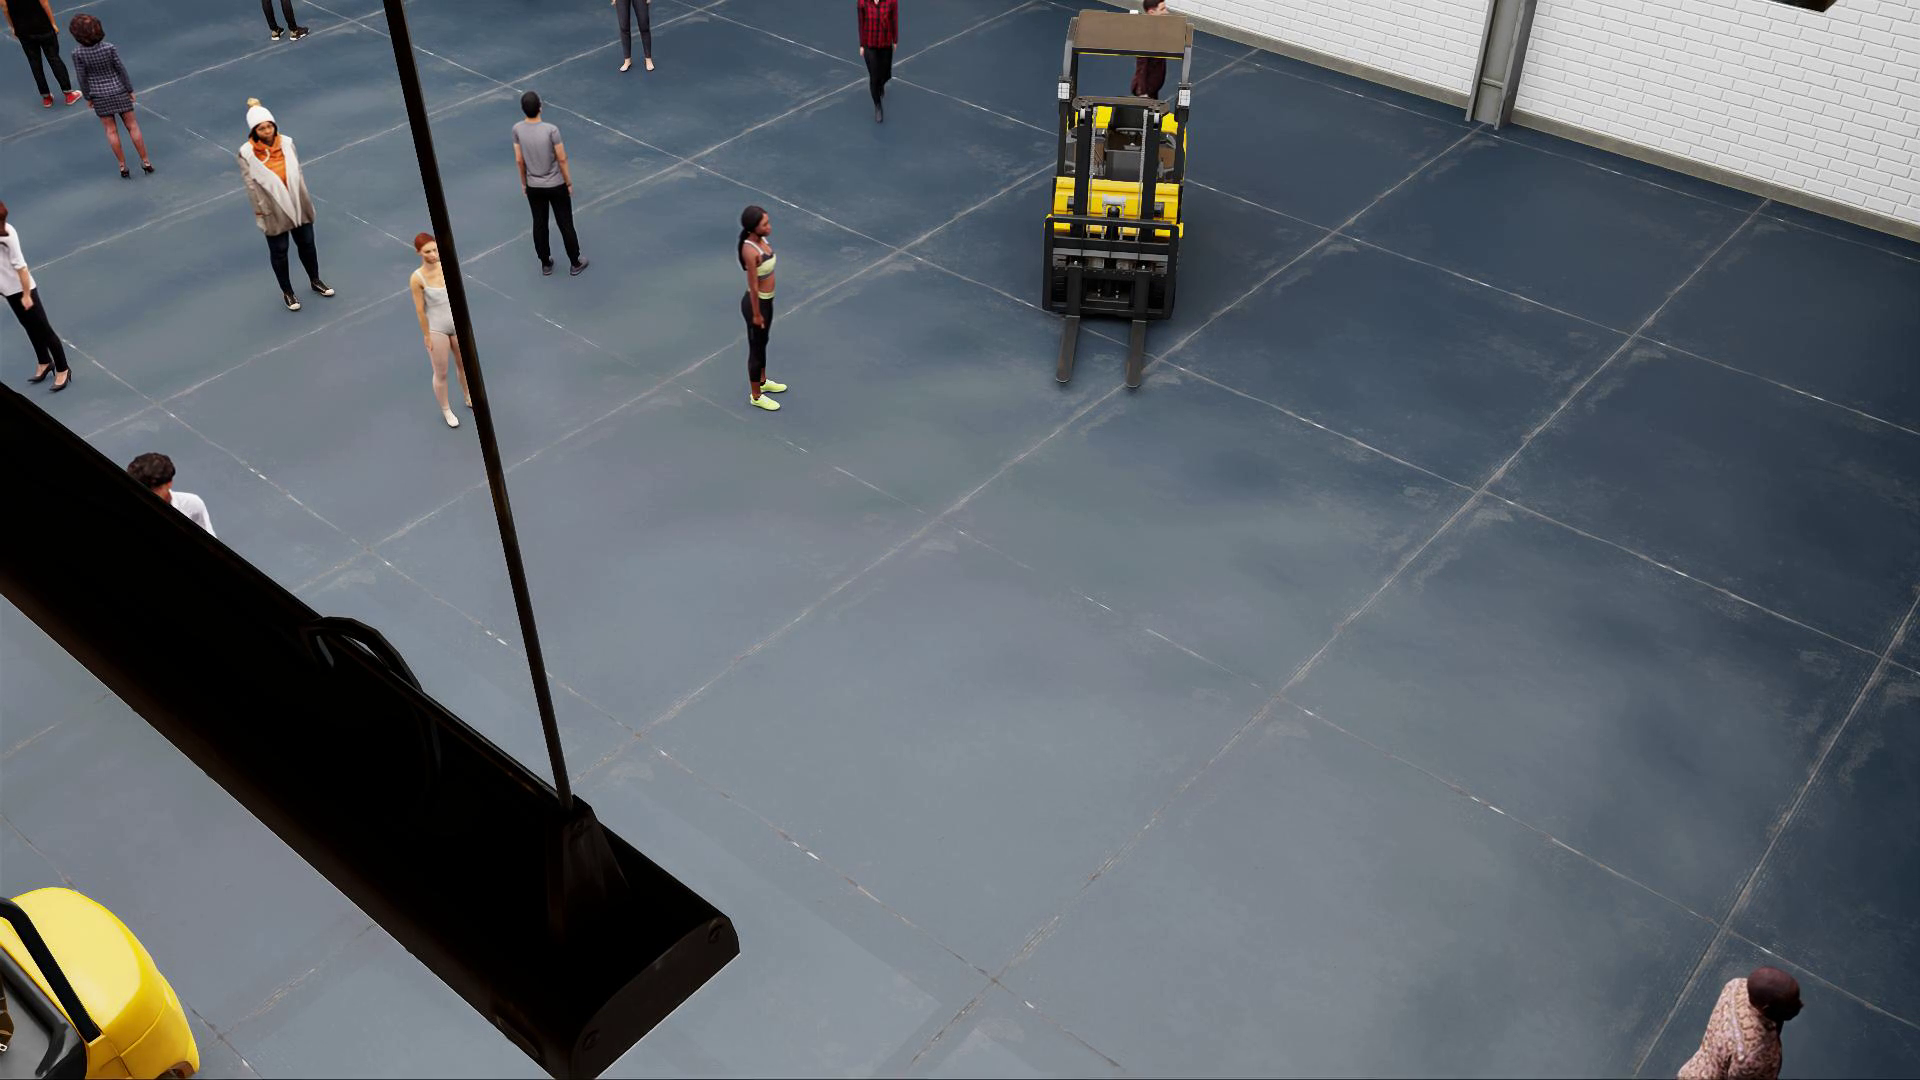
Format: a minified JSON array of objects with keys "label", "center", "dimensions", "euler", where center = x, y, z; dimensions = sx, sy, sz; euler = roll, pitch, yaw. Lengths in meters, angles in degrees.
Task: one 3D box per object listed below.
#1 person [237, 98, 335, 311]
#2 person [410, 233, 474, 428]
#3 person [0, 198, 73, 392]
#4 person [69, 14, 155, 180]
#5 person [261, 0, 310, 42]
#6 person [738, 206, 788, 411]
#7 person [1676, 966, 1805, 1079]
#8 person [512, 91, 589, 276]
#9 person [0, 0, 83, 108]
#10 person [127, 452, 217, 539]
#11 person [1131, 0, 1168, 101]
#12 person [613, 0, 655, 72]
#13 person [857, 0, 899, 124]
[{"label":"person","center":[-5.982,-2.971,14.651],"dimensions":[0.657,1.890,0.682],"euler":[31,48,32]},{"label":"person","center":[-4.111,-1.694,13.249],"dimensions":[0.475,1.644,0.541],"euler":[28,47,31]},{"label":"person","center":[-7.668,-2.046,13.568],"dimensions":[0.485,1.795,0.686],"euler":[23,44,26]},{"label":"person","center":[-8.495,-4.429,16.626],"dimensions":[0.692,1.702,0.684],"euler":[-17,42,-20]},{"label":"person","center":[-8.120,-6.799,19.475],"dimensions":[0.701,1.851,0.811],"euler":[4,39,5]},{"label":"person","center":[-1.631,-1.893,13.409],"dimensions":[0.657,1.754,0.640],"euler":[6,39,7]},{"label":"person","center":[3.513,2.590,7.753],"dimensions":[0.746,1.808,0.770],"euler":[11,40,13]},{"label":"person","center":[-3.754,-3.228,15.080],"dimensions":[0.678,1.754,0.770],"euler":[3,39,4]},{"label":"person","center":[-10.040,-5.571,18.011],"dimensions":[0.725,1.759,0.761],"euler":[-8,39,-10]},{"label":"person","center":[-4.997,0.206,10.737],"dimensions":[0.722,1.810,0.732],"euler":[-14,41,-17]},{"label":"person","center":[1.873,-4.565,16.666],"dimensions":[0.741,1.866,0.766],"euler":[12,40,14]},{"label":"person","center":[-3.722,-6.205,18.798],"dimensions":[0.674,1.767,0.738],"euler":[-3,39,-3]},{"label":"person","center":[-0.898,-5.337,17.815],"dimensions":[0.836,1.638,0.905],"euler":[-5,39,-6]}]
